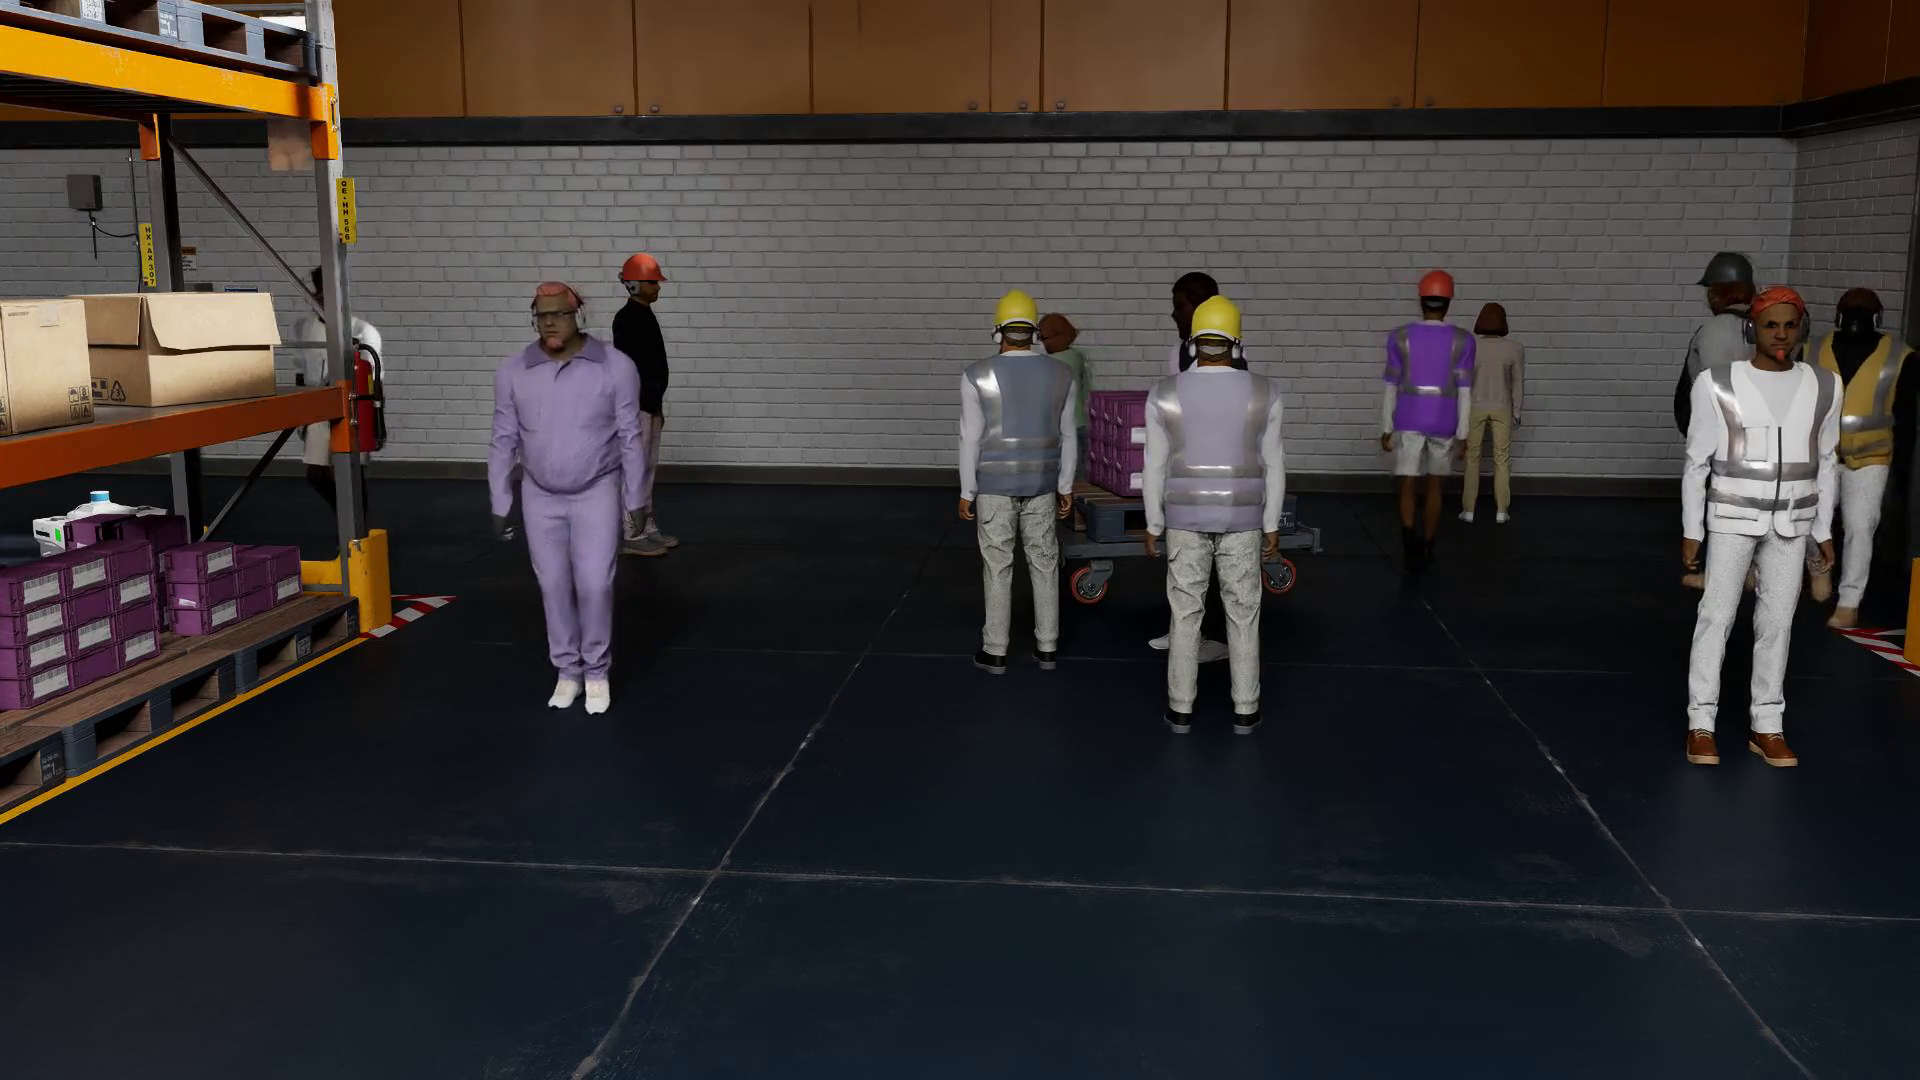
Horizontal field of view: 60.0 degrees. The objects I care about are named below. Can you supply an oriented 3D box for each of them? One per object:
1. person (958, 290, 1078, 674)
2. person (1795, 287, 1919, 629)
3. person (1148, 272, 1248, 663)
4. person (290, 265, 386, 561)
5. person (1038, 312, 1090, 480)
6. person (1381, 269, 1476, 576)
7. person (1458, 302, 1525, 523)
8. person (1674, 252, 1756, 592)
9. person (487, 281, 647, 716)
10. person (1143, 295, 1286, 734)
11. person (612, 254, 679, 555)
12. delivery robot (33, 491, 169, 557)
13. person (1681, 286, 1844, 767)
[{"bbox_3d":[0.267,-0.273,7.973,0.599,1.830,0.404,-3,10,-17],"label":"person"},{"bbox_3d":[4.808,-0.450,8.996,0.644,1.830,0.569,8,13,38],"label":"person"},{"bbox_3d":[1.209,-0.356,8.215,0.376,1.912,0.594,-4,11,-23],"label":"person"},{"bbox_3d":[-3.980,-0.801,10.711,0.647,1.934,0.626,1,10,7],"label":"person"},{"bbox_3d":[0.727,-0.725,11.249,0.286,1.595,0.657,8,12,37],"label":"person"},{"bbox_3d":[2.918,-0.733,10.400,0.549,1.913,0.893,3,10,15],"label":"person"},{"bbox_3d":[3.918,-0.939,12.351,0.499,1.634,0.280,2,10,13],"label":"person"},{"bbox_3d":[4.508,-0.673,9.667,0.701,2.000,0.706,-7,12,-36],"label":"person"},{"bbox_3d":[-1.718,-0.166,7.203,0.669,1.885,0.591,0,10,2],"label":"person"},{"bbox_3d":[1.057,-0.095,6.948,0.586,1.835,0.404,1,10,8],"label":"person"},{"bbox_3d":[-2.113,-0.904,11.116,0.382,1.993,0.622,1,10,5],"label":"person"},{"bbox_3d":[-5.214,-0.055,10.111,0.477,0.478,0.707,8,12,37],"label":"delivery robot"},{"bbox_3d":[3.124,-0.044,6.512,0.585,1.882,0.343,1,10,5],"label":"person"}]
